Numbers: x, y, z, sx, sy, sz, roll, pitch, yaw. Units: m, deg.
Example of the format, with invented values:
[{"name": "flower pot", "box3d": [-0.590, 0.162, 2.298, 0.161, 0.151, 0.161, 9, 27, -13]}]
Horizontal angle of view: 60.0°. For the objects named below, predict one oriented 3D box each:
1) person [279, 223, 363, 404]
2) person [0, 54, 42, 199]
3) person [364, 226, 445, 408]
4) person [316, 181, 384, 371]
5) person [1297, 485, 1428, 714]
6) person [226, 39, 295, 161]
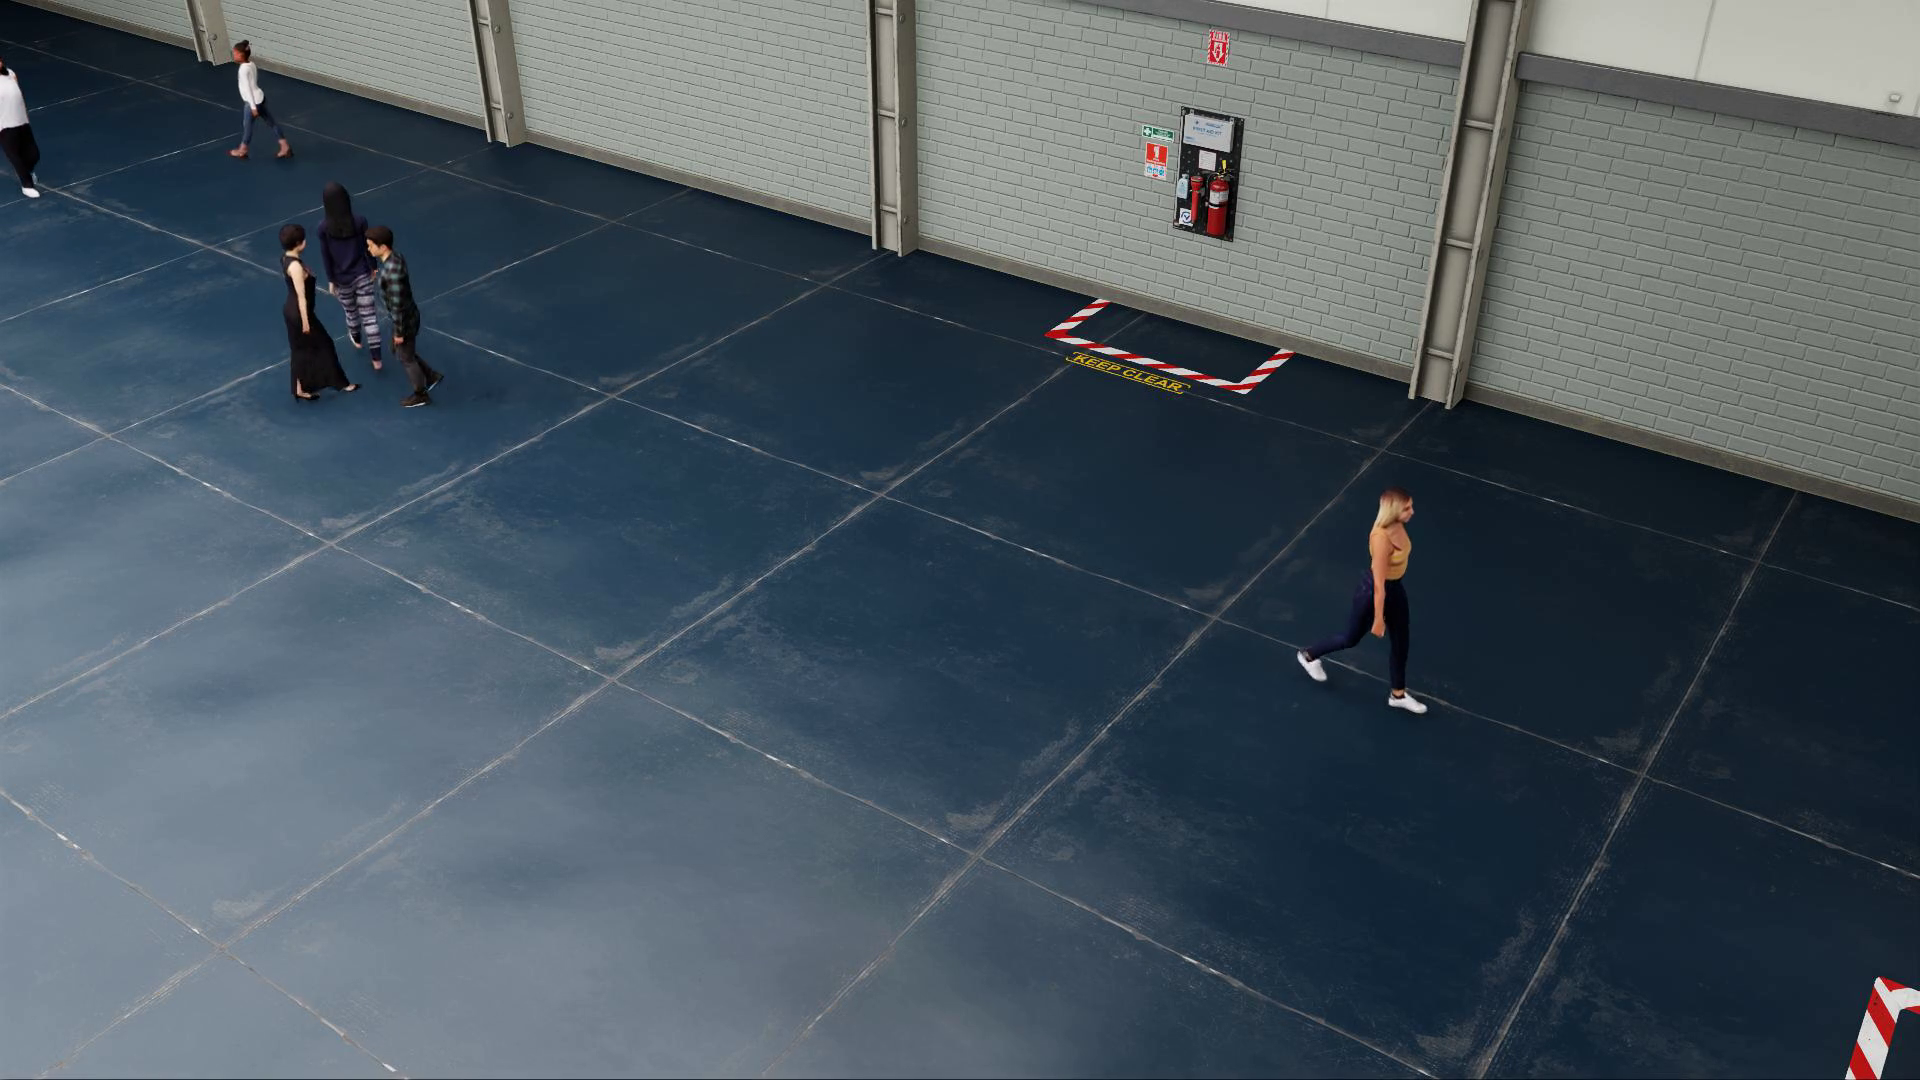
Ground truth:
[{"name": "person", "box3d": [-5.744, -1.903, 14.300, 0.829, 1.573, 0.834, -22, 38, -31]}, {"name": "person", "box3d": [-10.668, -4.690, 18.623, 0.705, 1.674, 0.644, 21, 38, 29]}, {"name": "person", "box3d": [-4.710, -1.915, 14.234, 0.871, 1.701, 0.818, -7, 33, -11]}, {"name": "person", "box3d": [-5.400, -2.318, 14.850, 0.948, 1.687, 1.179, -16, 36, -24]}, {"name": "person", "box3d": [2.611, 0.362, 10.691, 1.125, 1.592, 0.606, 19, 37, 28]}, {"name": "person", "box3d": [-8.233, -5.152, 19.594, 1.055, 1.419, 0.915, -1, 32, -1]}]
